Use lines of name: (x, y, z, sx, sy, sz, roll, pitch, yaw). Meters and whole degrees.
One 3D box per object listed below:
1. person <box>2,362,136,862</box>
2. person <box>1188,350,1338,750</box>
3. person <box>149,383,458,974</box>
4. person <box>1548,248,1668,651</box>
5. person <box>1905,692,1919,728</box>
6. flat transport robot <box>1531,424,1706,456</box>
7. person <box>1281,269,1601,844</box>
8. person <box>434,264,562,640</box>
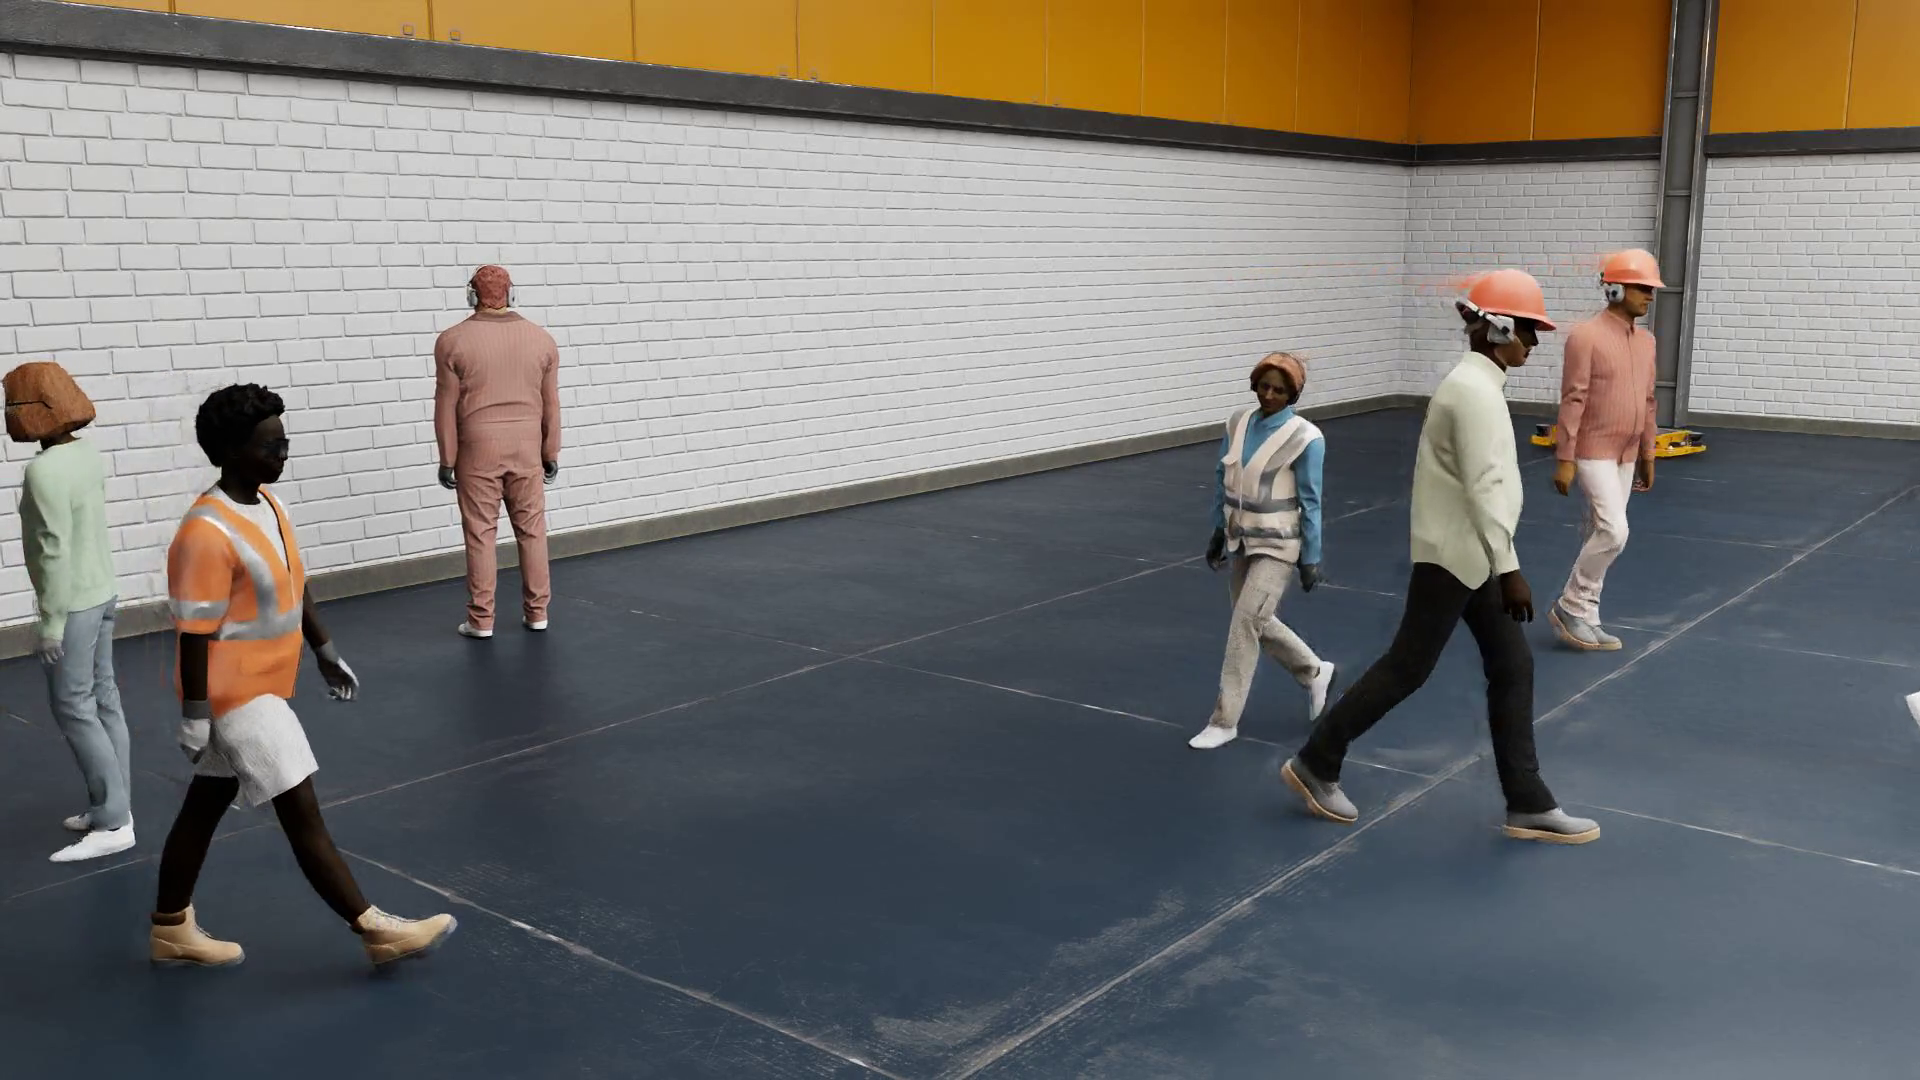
person: (-2.928, 0.229, 5.509, 0.334, 1.631, 0.555, -2, 10, -9)
person: (1.265, 0.032, 6.658, 0.716, 1.597, 0.537, -6, 12, -29)
person: (-1.855, 0.398, 4.523, 0.899, 1.639, 0.538, -1, 10, -7)
person: (3.171, -0.418, 8.114, 0.642, 1.976, 0.471, -7, 12, -34)
person: (3.939, -0.005, 6.211, 0.592, 1.847, 0.571, 1, 10, 4)
flat transport robot: (6.308, -0.979, 15.961, 0.652, 0.197, 1.431, -9, 13, -40)
person: (1.638, 0.050, 5.661, 1.041, 1.937, 0.626, 5, 11, 24)
person: (-2.361, -0.448, 8.511, 0.637, 1.901, 0.402, -7, 12, -35)
